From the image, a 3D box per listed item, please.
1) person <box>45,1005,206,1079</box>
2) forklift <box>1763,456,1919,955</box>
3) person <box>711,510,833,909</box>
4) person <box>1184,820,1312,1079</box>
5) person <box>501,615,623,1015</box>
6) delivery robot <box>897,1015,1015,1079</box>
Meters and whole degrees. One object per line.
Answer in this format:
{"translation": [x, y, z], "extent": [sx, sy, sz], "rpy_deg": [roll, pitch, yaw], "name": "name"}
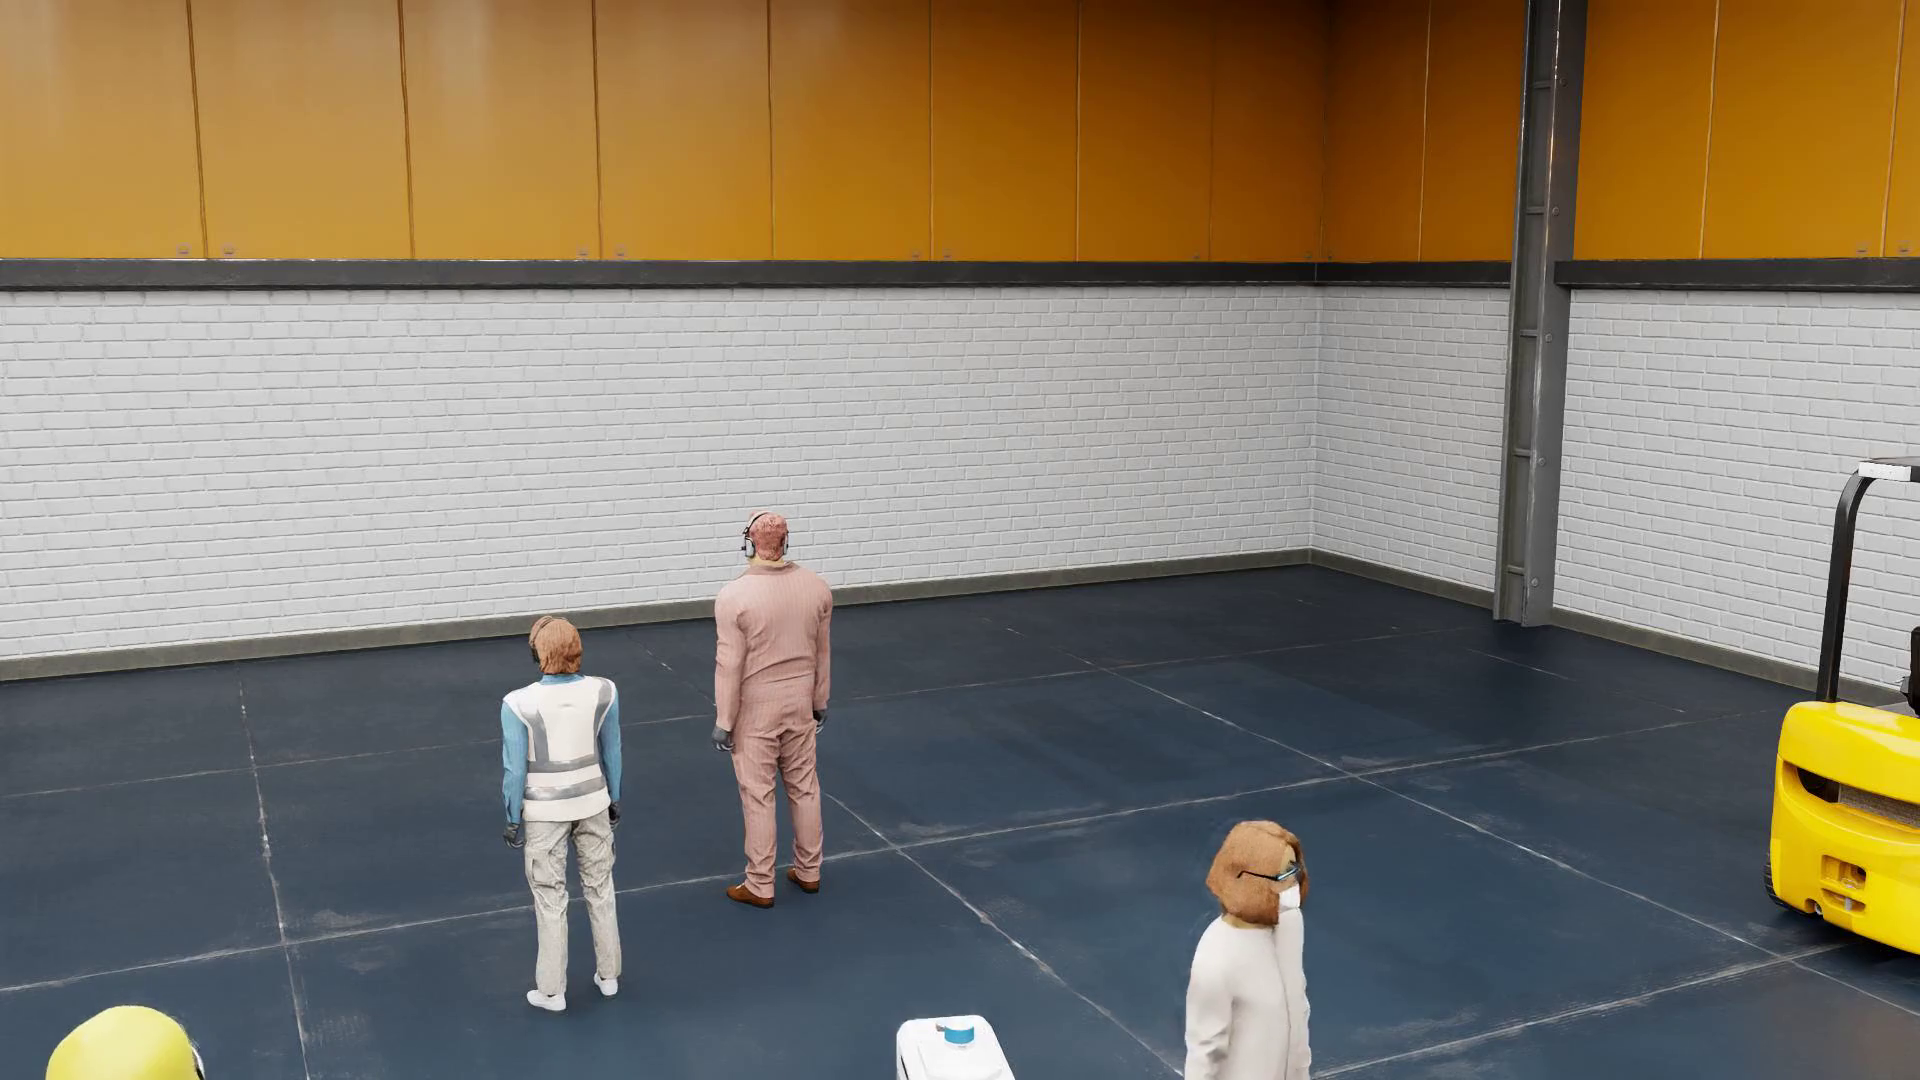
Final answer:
{"translation": [-1.405, 1.673, 2.870], "extent": [0.614, 1.827, 0.442], "rpy_deg": [3, 10, 15], "name": "person"}
{"translation": [4.857, 0.731, 7.561], "extent": [2.313, 2.155, 1.214], "rpy_deg": [-4, 10, -25], "name": "forklift"}
{"translation": [-0.921, 0.803, 8.004], "extent": [0.651, 1.906, 0.402], "rpy_deg": [-8, 12, -40], "name": "person"}
{"translation": [0.756, 1.513, 4.543], "extent": [0.803, 1.599, 0.508], "rpy_deg": [7, 11, 36], "name": "person"}
{"translation": [-1.625, 1.124, 6.838], "extent": [0.518, 1.639, 0.312], "rpy_deg": [-6, 11, -35], "name": "person"}
{"translation": [-0.002, 1.829, 5.530], "extent": [0.477, 0.478, 0.707], "rpy_deg": [-2, 9, -10], "name": "delivery robot"}
